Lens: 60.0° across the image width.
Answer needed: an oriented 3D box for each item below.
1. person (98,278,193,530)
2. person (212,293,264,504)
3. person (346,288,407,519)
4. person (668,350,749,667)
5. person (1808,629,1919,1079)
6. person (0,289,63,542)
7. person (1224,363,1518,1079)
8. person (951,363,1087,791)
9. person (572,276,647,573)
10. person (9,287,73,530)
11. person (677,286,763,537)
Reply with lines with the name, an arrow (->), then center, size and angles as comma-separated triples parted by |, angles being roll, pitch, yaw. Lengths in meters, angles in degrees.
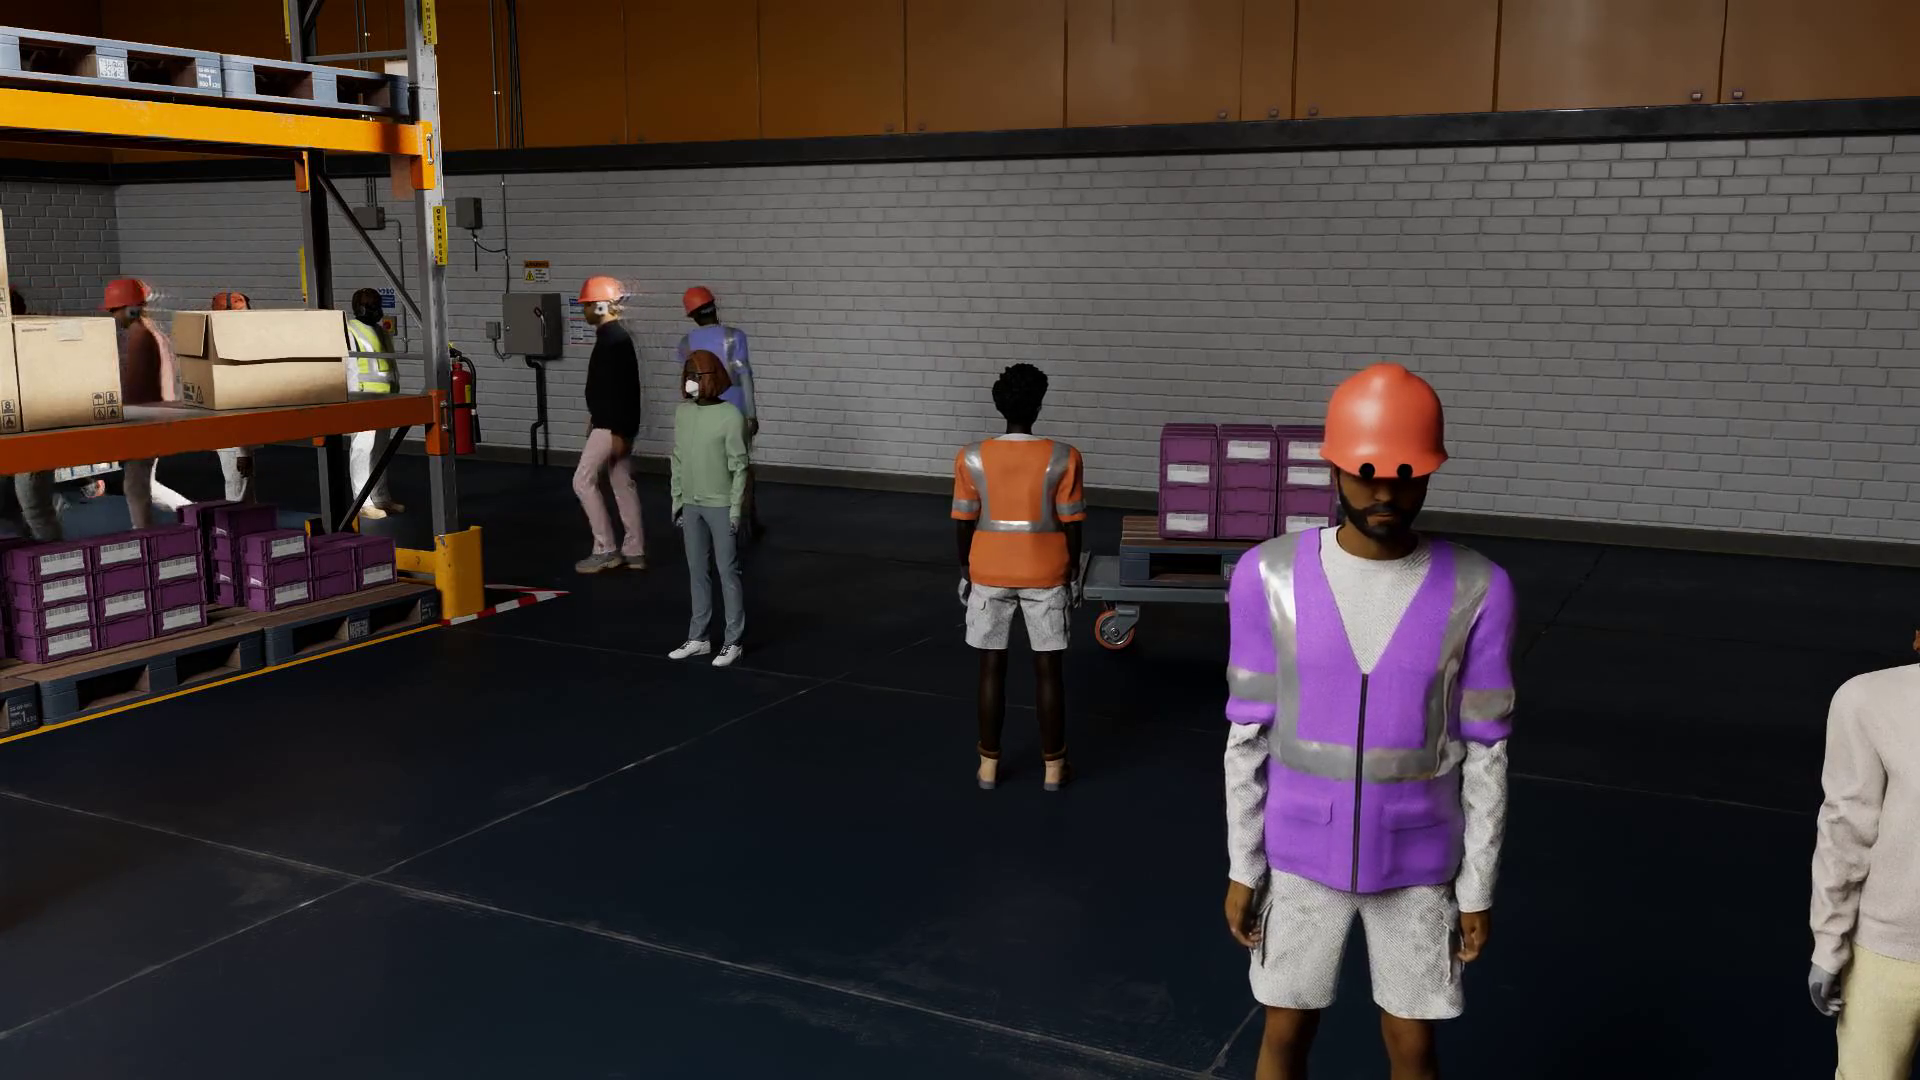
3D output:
person -> -5.311, -0.735, 10.937 | 0.644, 1.966, 0.644 | -3, 10, -19
person -> -4.439, -0.576, 10.271 | 0.355, 1.883, 0.574 | -4, 11, -24
person -> -4.741, -1.103, 13.434 | 0.429, 1.845, 0.621 | 2, 10, 12
person -> -1.307, -0.167, 8.619 | 0.500, 1.633, 0.280 | 7, 12, 34
person -> 1.849, 0.791, 3.097 | 0.496, 1.629, 0.277 | 4, 11, 22
person -> -5.670, -0.555, 10.033 | 0.635, 1.927, 0.436 | 6, 11, 31
person -> 0.781, 0.620, 3.241 | 0.547, 1.927, 0.413 | 3, 10, 15
person -> 0.235, 0.154, 6.574 | 0.535, 1.697, 0.321 | 2, 10, 10
person -> -2.385, -0.761, 11.069 | 0.601, 1.969, 0.621 | 0, 10, -1
person -> -7.183, -1.003, 12.633 | 0.447, 1.920, 0.543 | -8, 13, -40
person -> -1.785, -0.938, 12.368 | 0.630, 1.875, 0.535 | 1, 10, 5
